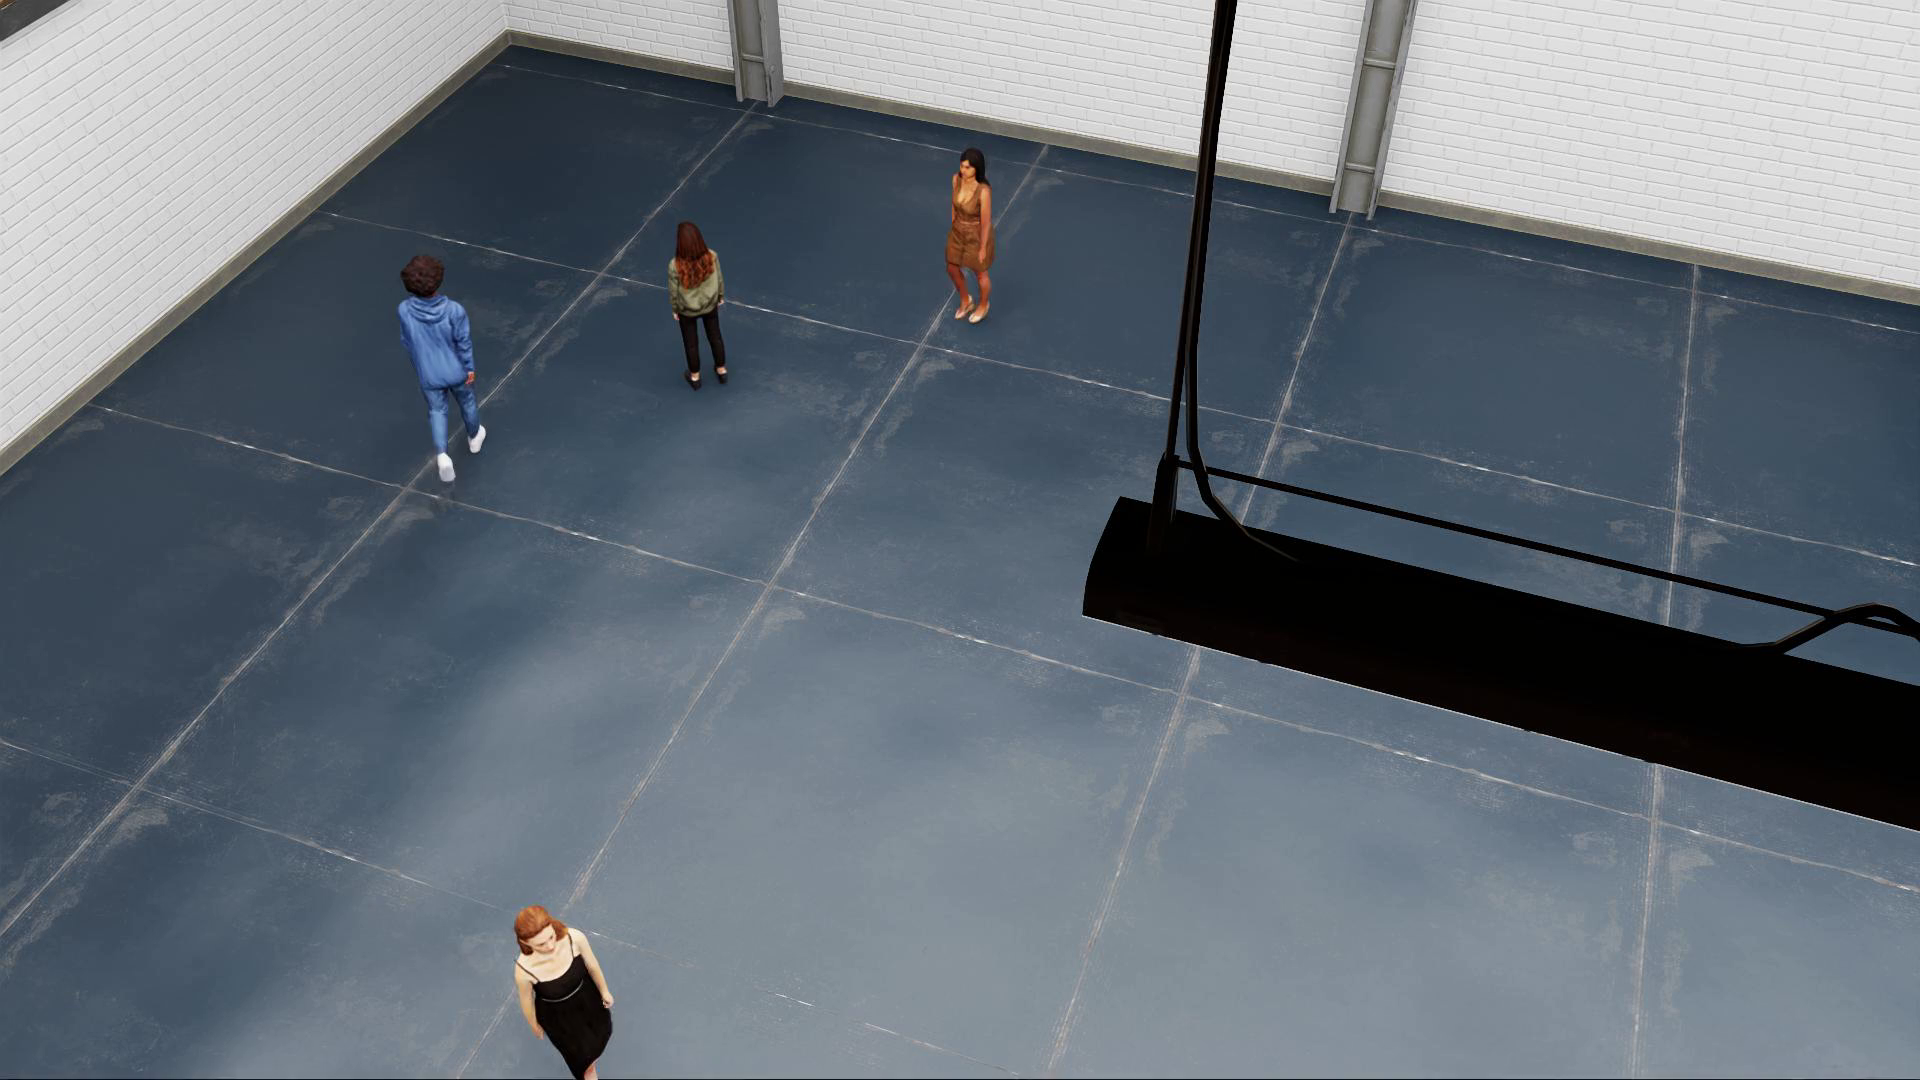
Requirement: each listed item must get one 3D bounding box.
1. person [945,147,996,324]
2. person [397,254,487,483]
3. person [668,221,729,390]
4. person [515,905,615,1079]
[{"bbox_3d":[0.149,-2.484,13.494,0.671,1.677,0.770,32,52,29],"label":"person"},{"bbox_3d":[-3.779,-1.222,12.091,1.063,1.786,1.002,-3,44,-3],"label":"person"},{"bbox_3d":[-2.039,-1.828,12.951,0.664,1.476,0.726,-17,46,-17],"label":"person"},{"bbox_3d":[-2.039,2.319,8.505,0.845,1.605,1.015,-31,51,-28],"label":"person"}]
